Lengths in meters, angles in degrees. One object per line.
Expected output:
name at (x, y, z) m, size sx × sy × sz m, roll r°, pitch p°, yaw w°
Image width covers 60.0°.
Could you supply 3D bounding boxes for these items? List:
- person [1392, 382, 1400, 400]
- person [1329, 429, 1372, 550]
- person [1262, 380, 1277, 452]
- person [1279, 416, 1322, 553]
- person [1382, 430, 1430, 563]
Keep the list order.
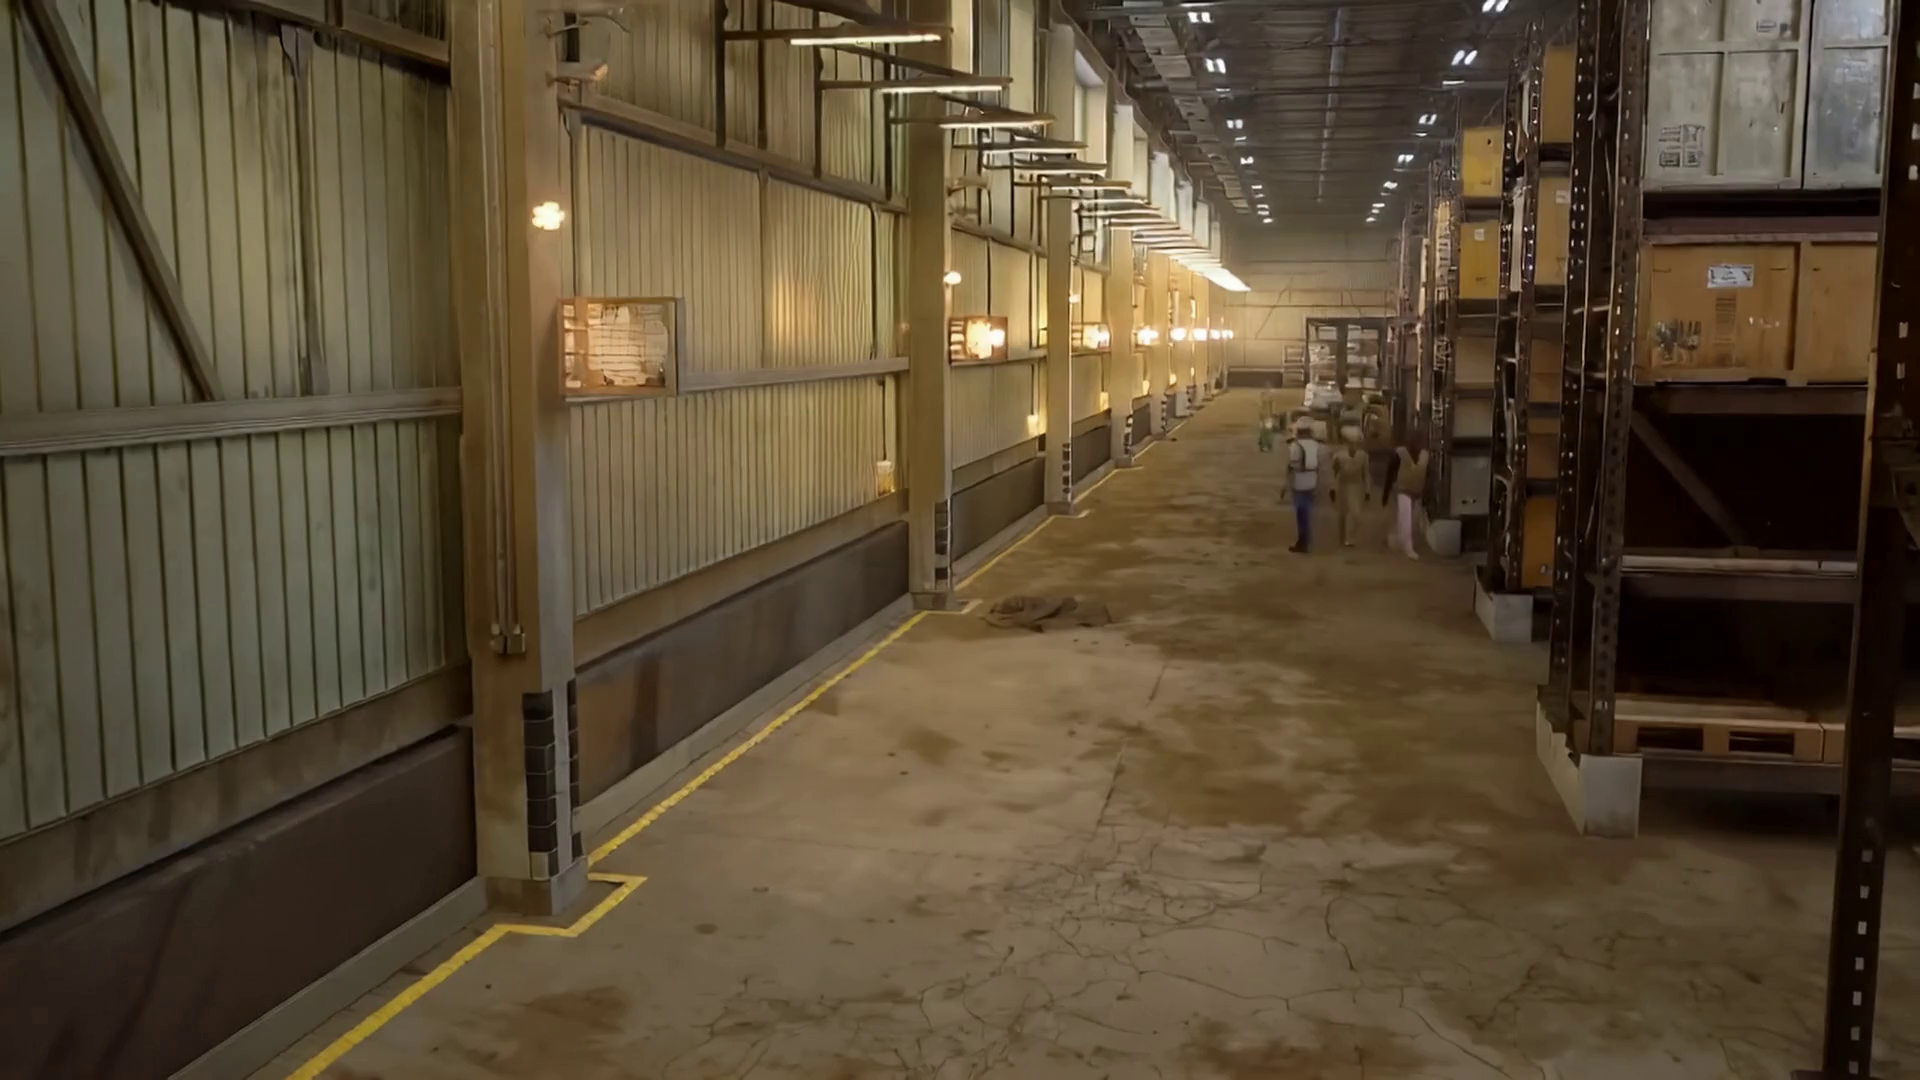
person at (12.343, -3.601, 46.782) m, size 0.347 × 1.735 × 0.485 m, roll -5°, pitch 9°, yaw -34°
person at (5.601, -0.714, 23.742) m, size 0.554 × 1.713 × 0.709 m, roll -1°, pitch 7°, yaw -10°
person at (8.016, -3.208, 43.030) m, size 0.487 × 1.886 × 0.706 m, roll 4°, pitch 8°, yaw 29°
person at (4.777, -0.773, 23.406) m, size 0.603 × 1.922 × 0.467 m, roll -6°, pitch 9°, yaw -38°
person at (6.089, -0.618, 22.682) m, size 0.677 × 1.791 × 0.856 m, roll -3°, pitch 8°, yaw -23°
